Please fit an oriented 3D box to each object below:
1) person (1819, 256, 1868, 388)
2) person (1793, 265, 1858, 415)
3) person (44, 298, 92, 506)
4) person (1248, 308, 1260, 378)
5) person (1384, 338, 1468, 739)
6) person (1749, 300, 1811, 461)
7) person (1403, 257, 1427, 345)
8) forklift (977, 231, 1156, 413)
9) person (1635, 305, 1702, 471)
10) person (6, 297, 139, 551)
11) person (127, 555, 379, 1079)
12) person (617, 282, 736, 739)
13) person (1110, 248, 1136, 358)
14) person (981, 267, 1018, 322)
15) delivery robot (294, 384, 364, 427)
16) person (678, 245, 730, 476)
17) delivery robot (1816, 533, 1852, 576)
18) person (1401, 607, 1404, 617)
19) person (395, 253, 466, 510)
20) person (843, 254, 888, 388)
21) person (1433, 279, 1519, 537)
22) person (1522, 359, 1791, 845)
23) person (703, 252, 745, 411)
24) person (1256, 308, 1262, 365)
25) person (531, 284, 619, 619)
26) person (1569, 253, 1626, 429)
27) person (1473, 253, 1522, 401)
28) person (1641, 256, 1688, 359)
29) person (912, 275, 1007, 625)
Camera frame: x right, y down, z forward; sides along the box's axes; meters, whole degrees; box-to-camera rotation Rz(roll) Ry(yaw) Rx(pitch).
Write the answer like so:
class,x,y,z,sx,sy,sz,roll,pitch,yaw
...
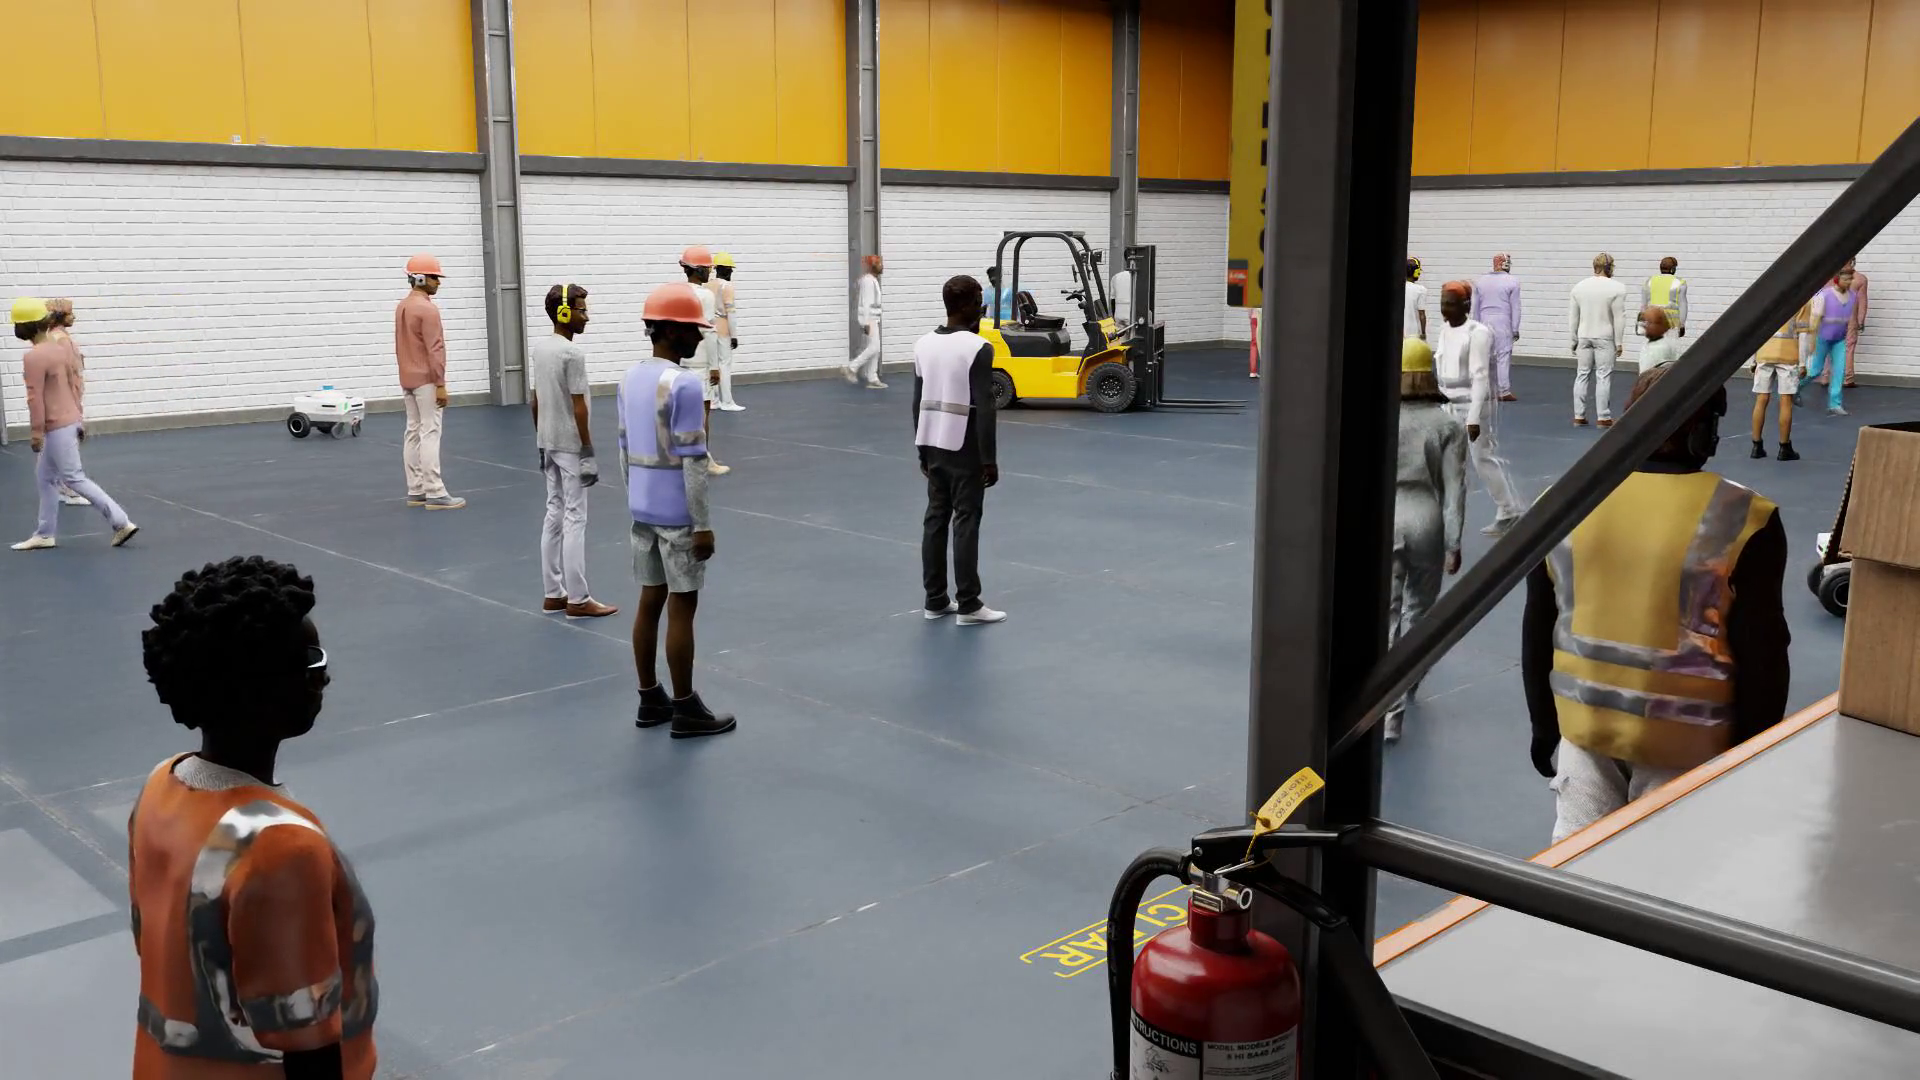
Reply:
class,x,y,z,sx,sy,sz,roll,pitch,yaw
person,12.385,-3.088,23.345,0.400,1.910,0.643,-9,14,-41
person,10.408,-2.418,20.057,0.585,1.791,0.873,-2,11,-13
person,-7.093,-1.090,13.177,0.314,1.641,0.515,-9,14,-41
person,4.525,-3.276,24.770,0.329,1.765,0.525,-9,14,-41
person,1.937,-0.031,7.261,0.497,1.675,0.946,3,11,14
person,7.799,-1.726,15.837,0.375,1.939,0.546,-9,14,-41
person,5.256,-2.371,19.536,0.336,1.873,0.521,-9,14,-41
forklift,1.222,-2.721,20.561,2.313,2.155,1.214,2,11,13
person,5.615,-1.073,13.217,0.729,1.596,0.535,0,10,1
person,-6.033,-0.782,11.251,0.798,1.728,0.525,-3,11,-15
person,-0.994,0.862,2.380,0.322,1.697,0.535,-9,14,-41
person,-1.225,-0.124,7.115,0.376,1.934,0.546,-9,14,-41
person,2.358,-3.080,23.152,0.374,1.963,0.608,-9,14,-41
person,0.598,-3.438,25.968,0.543,1.632,0.845,6,12,30
delivery robot,-6.681,-1.409,17.626,0.707,0.478,0.477,3,11,18
person,-2.328,-1.587,14.792,0.392,2.045,0.608,-9,14,-41
delivery robot,5.253,0.099,9.403,0.707,0.478,0.477,3,11,18
person,2.315,-0.380,9.305,0.314,1.641,0.515,-9,14,-41
person,-4.183,-1.236,13.022,0.392,1.991,0.613,-9,14,-41
person,-1.293,-3.026,23.105,0.511,1.868,0.610,1,10,7
person,3.531,-0.901,11.643,1.012,1.831,0.625,-4,11,-20
person,1.676,0.485,4.045,0.430,1.845,0.624,-9,14,-41
person,-2.898,-2.528,20.253,0.383,1.923,0.588,-9,14,-41
person,3.355,-1.933,17.266,0.404,1.828,0.591,-9,14,-41
person,-2.197,-0.493,9.320,0.336,1.864,0.521,-9,14,-41
person,7.063,-2.204,18.452,0.379,1.937,0.629,-9,14,-41
person,6.953,-2.744,21.489,0.400,1.905,0.643,-9,14,-41
person,9.605,-2.934,22.687,0.430,1.845,0.624,-9,14,-41
person,-0.029,-0.489,9.156,0.399,1.916,0.590,-9,14,-41
